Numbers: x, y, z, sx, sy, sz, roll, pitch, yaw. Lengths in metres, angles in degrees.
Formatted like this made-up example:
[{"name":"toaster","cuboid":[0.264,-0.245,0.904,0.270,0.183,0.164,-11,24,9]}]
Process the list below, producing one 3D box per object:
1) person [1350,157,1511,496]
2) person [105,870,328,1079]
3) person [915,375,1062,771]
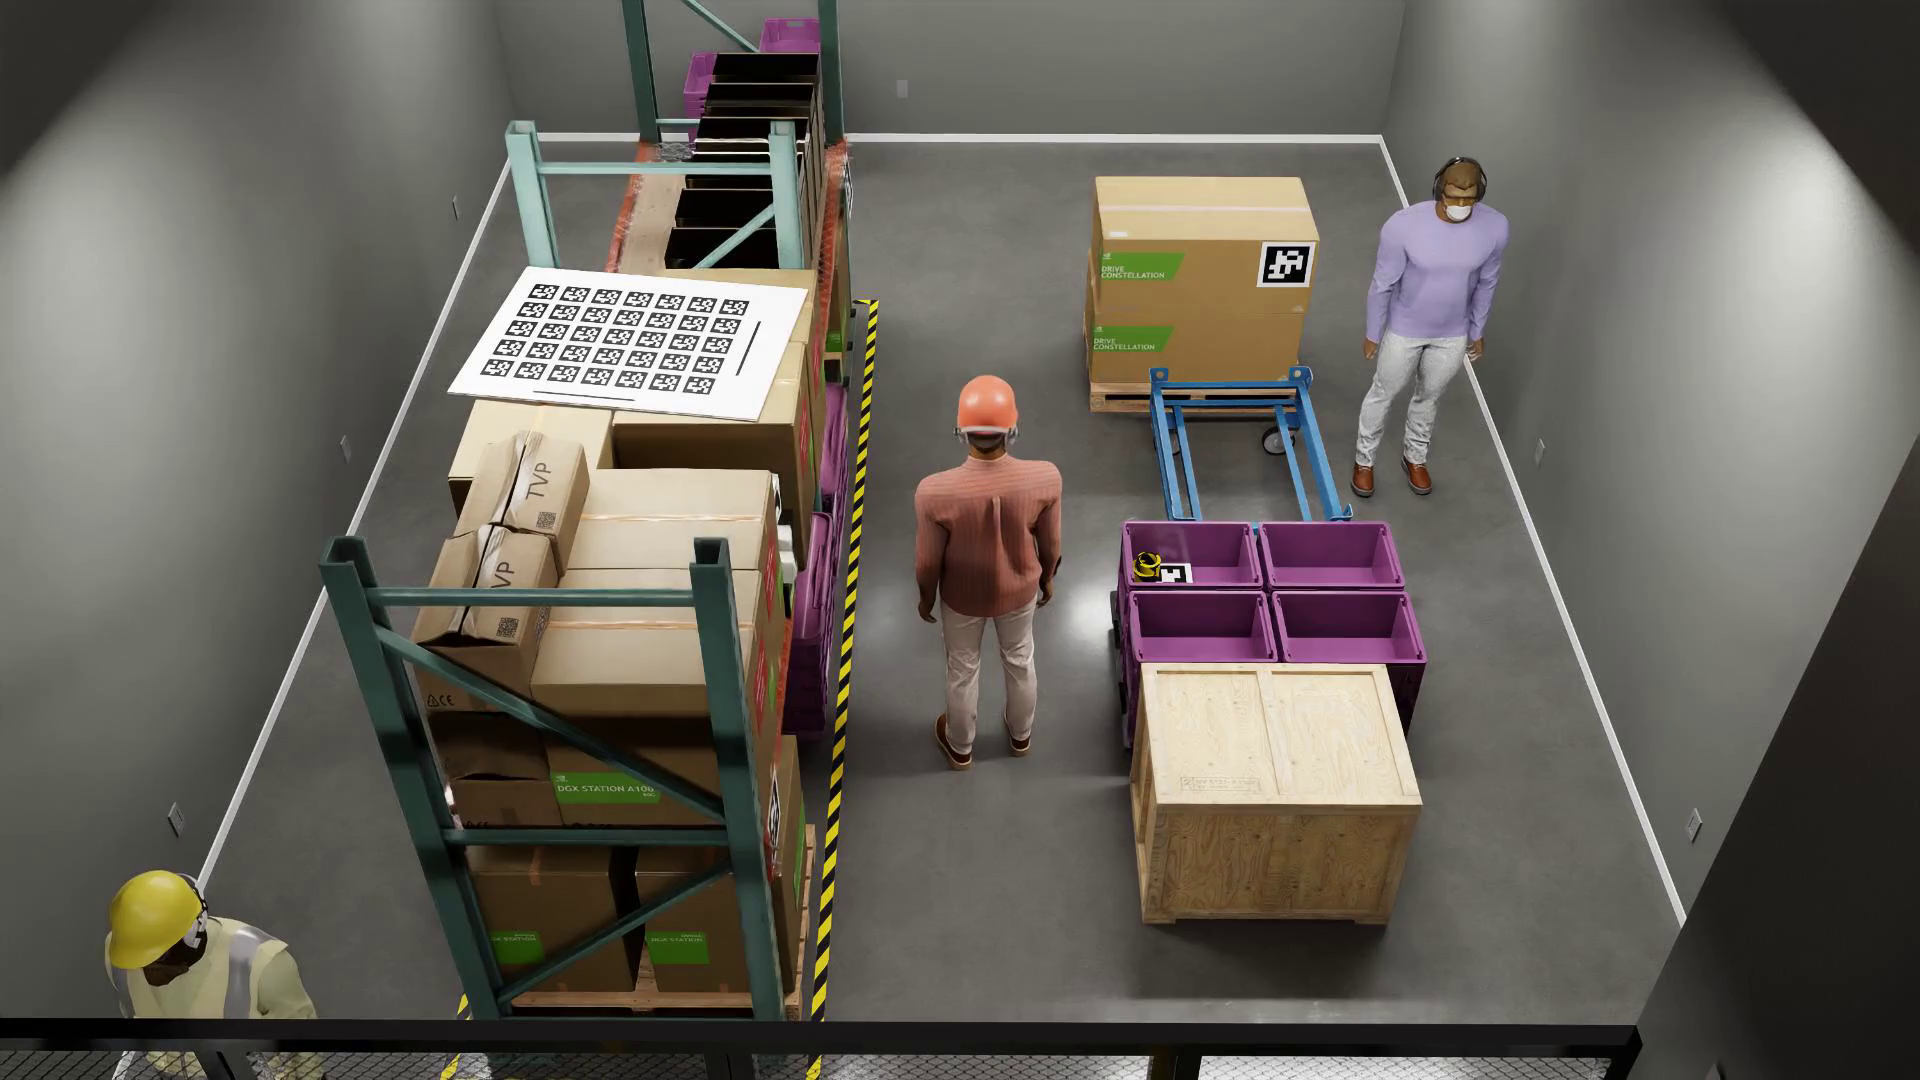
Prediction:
[{"name":"person","cuboid":[2.328,-1.053,8.314,0.634,1.938,0.355,-1,41,-2]},{"name":"person","cuboid":[-2.315,1.663,5.297,0.596,1.832,0.404,3,41,4]},{"name":"person","cuboid":[0.111,0.175,6.879,0.612,1.986,0.387,-10,42,-11]}]
